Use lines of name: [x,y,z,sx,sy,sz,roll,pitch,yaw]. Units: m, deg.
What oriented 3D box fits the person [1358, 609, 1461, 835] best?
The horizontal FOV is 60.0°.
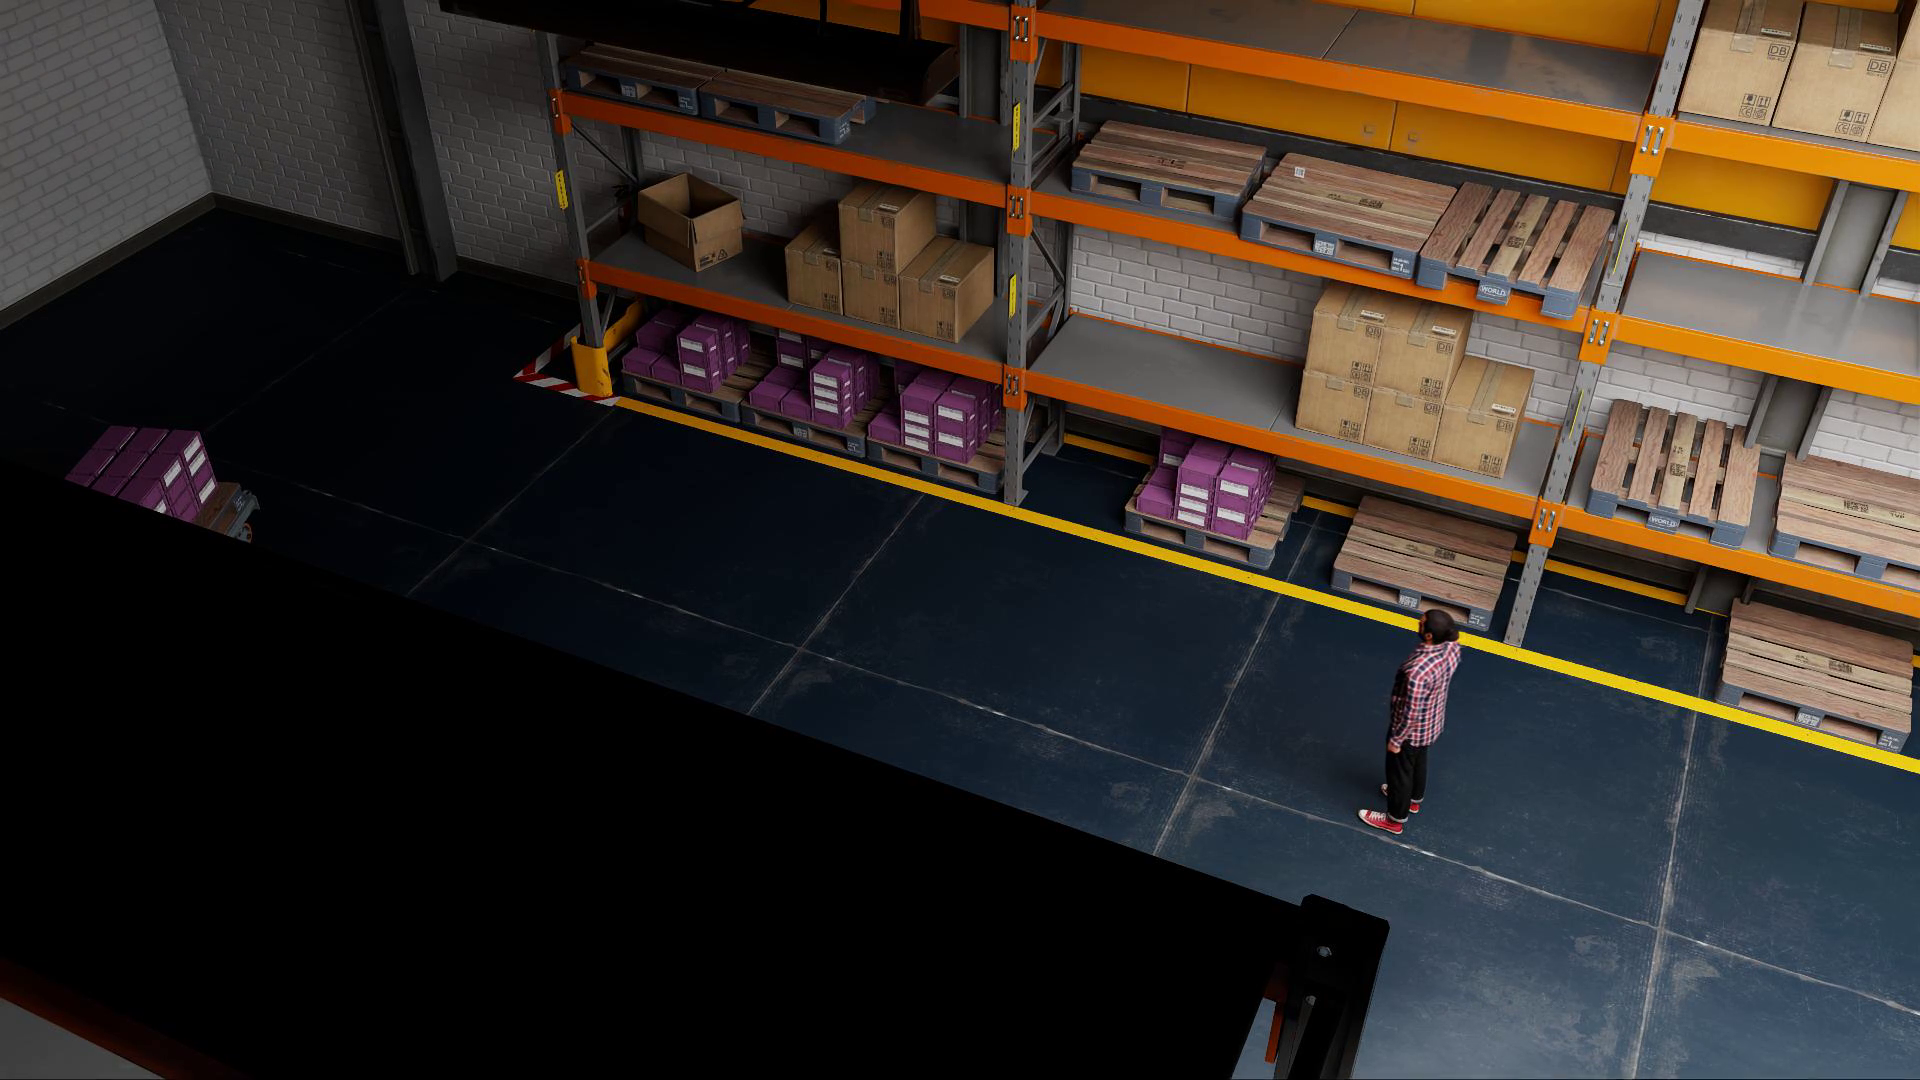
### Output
person: [2.824,1.111,10.322,0.662,1.761,0.752,26,46,29]
